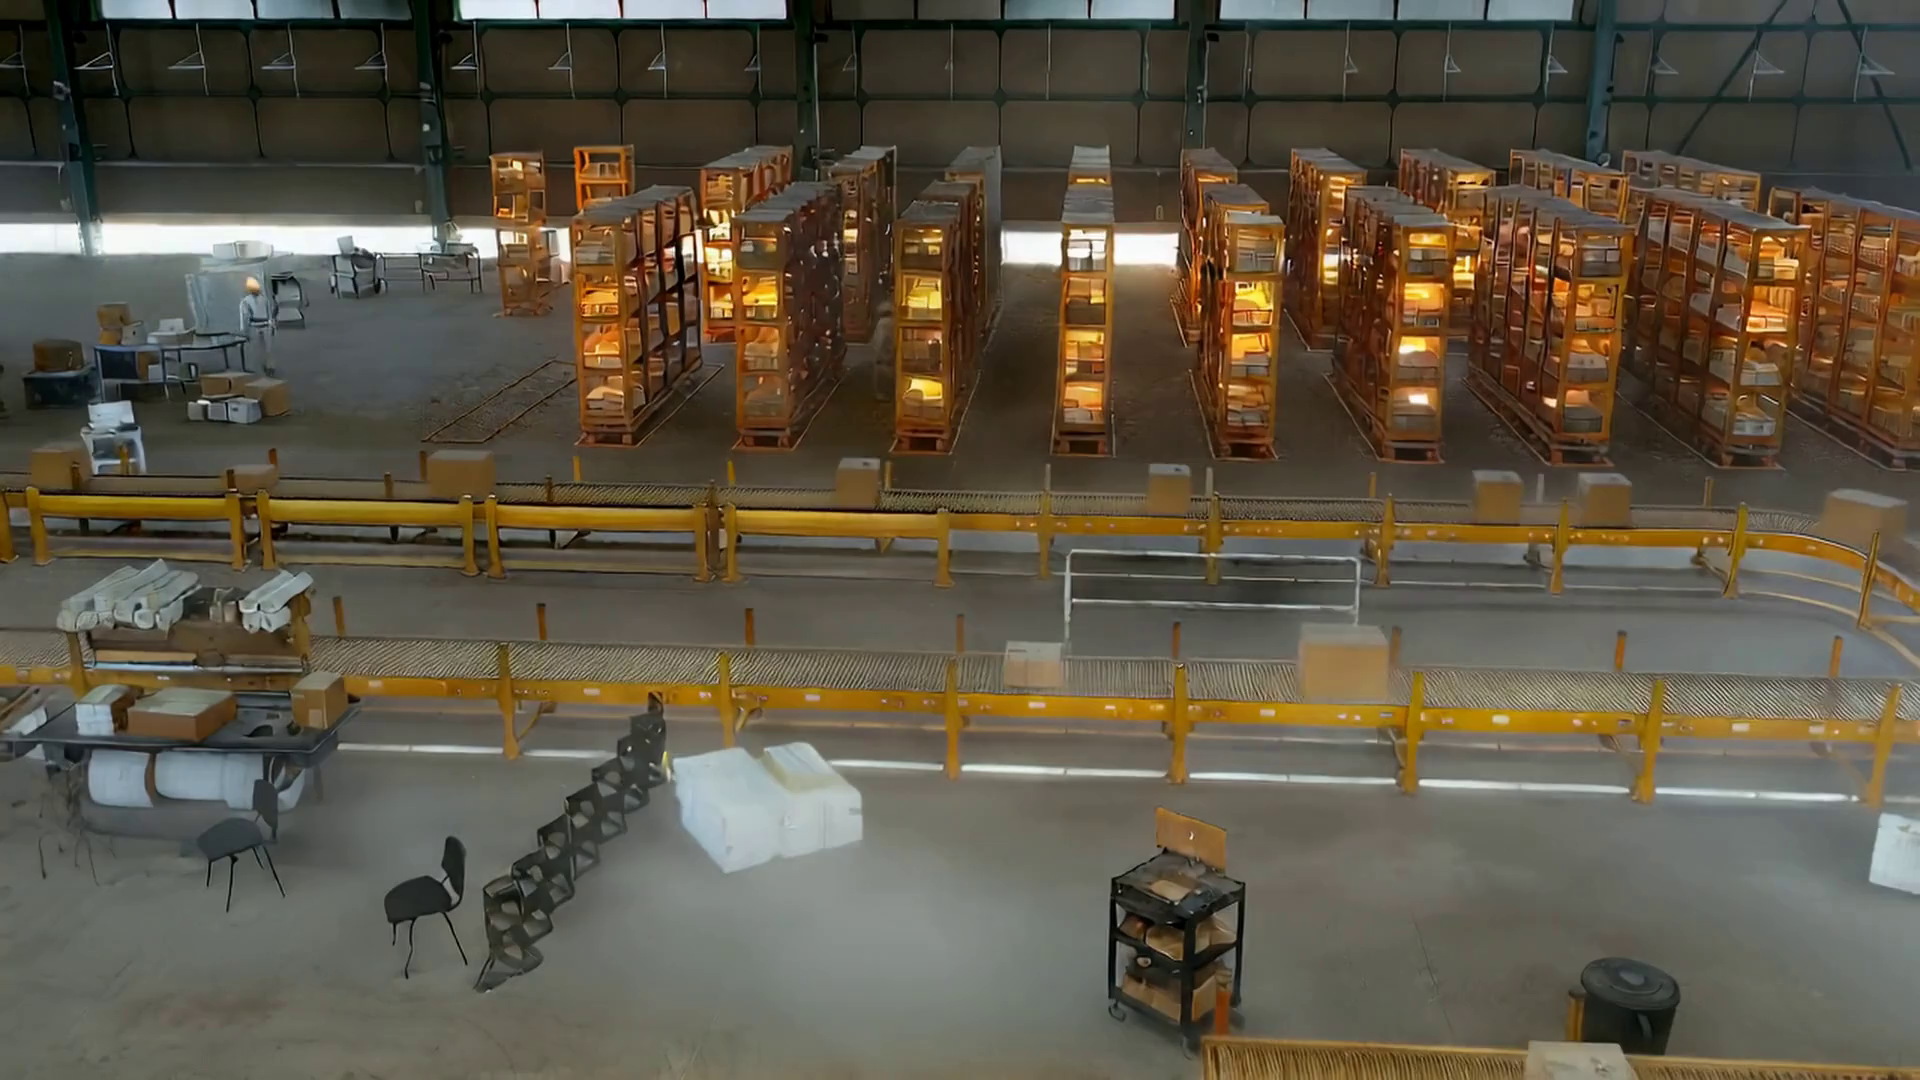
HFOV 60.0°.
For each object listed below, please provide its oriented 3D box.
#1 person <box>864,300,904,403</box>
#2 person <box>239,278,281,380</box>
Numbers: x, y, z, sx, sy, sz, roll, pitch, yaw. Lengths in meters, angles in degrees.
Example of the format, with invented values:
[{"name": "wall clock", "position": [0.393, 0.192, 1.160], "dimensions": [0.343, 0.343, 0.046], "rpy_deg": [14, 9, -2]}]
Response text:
[{"name": "person", "position": [-1.263, -3.283, 29.061], "dimensions": [0.854, 1.790, 0.602], "rpy_deg": [13, 21, 35]}, {"name": "person", "position": [-12.879, -3.859, 30.641], "dimensions": [0.627, 1.927, 0.653], "rpy_deg": [14, 22, 38]}]
